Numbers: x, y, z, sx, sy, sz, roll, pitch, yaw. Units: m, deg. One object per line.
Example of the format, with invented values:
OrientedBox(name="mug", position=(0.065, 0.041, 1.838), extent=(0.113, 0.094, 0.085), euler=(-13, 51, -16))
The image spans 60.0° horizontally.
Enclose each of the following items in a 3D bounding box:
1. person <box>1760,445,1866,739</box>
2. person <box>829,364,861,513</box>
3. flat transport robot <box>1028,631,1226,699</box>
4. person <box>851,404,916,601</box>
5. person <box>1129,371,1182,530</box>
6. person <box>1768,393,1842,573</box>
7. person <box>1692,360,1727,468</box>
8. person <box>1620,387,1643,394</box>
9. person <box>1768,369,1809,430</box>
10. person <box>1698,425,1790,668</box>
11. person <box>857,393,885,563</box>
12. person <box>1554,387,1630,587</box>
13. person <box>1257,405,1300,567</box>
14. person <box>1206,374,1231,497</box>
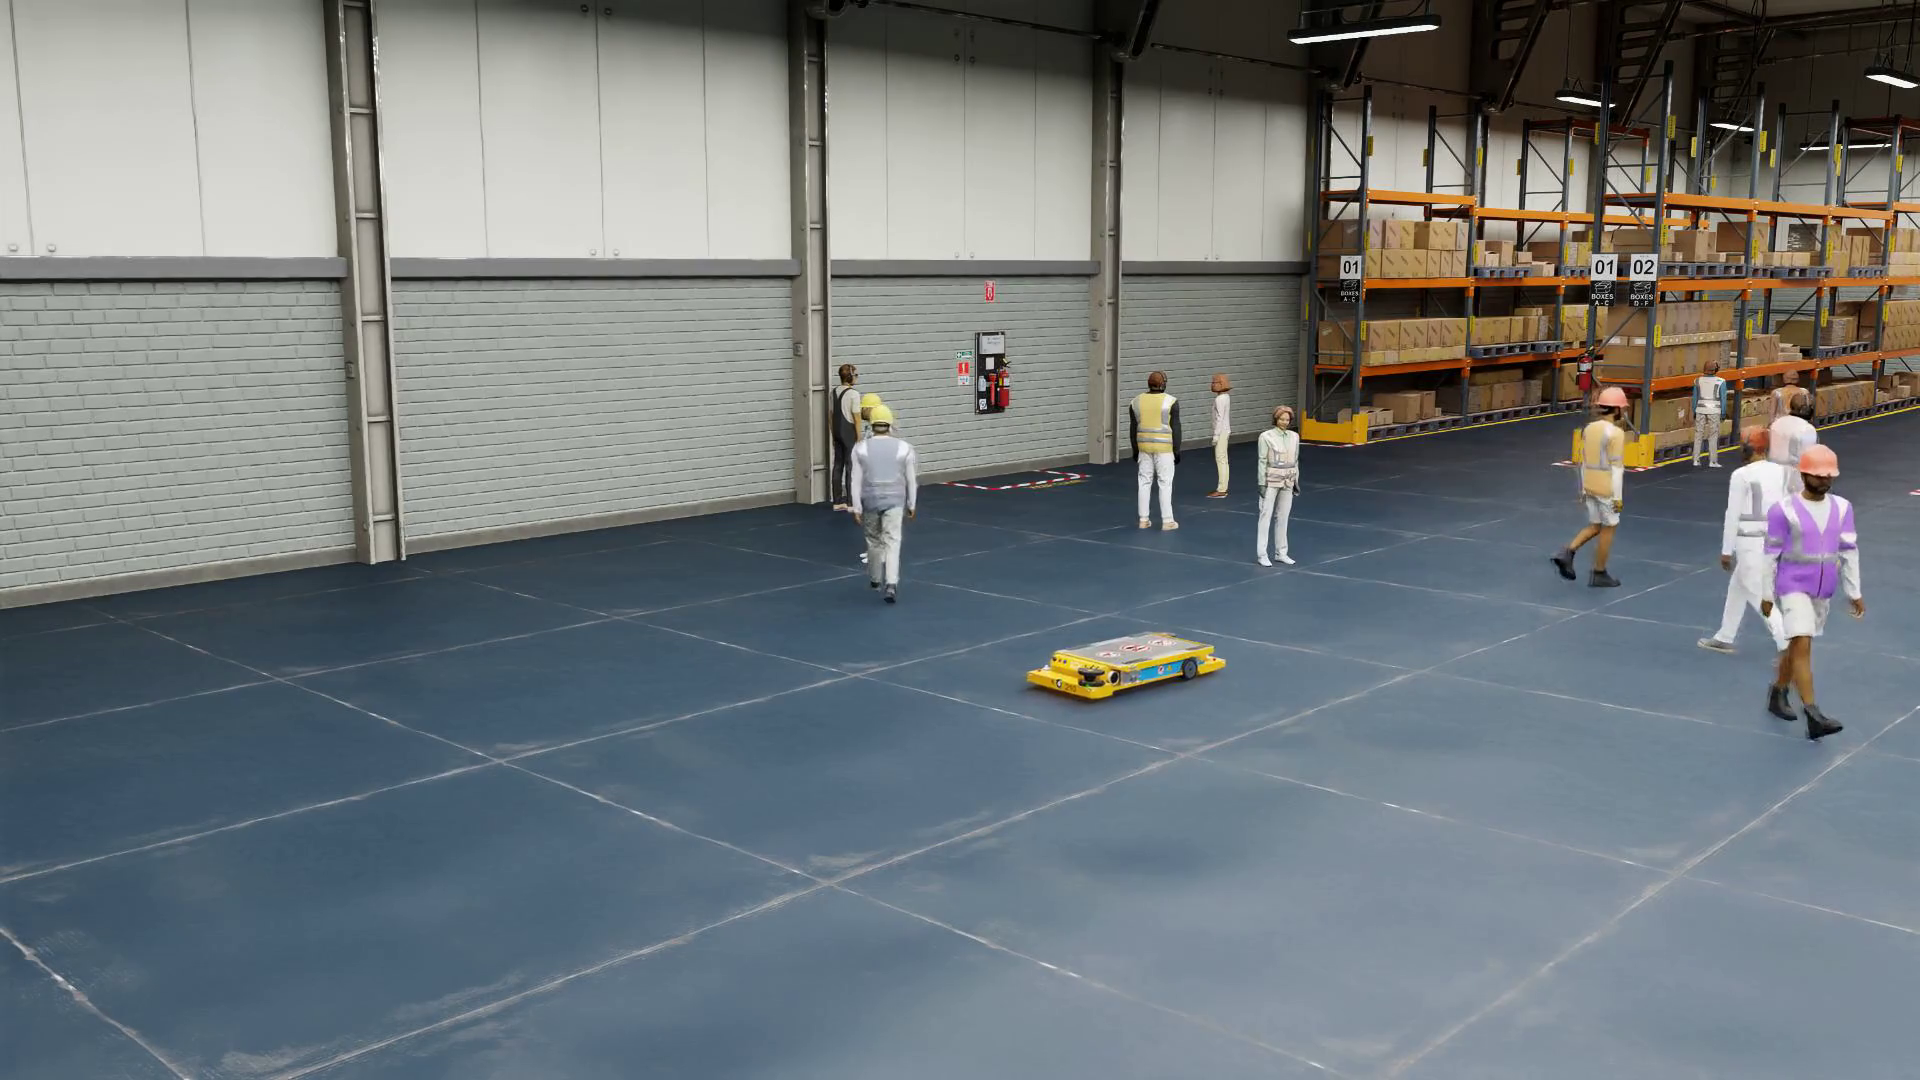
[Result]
OrientedBox(name="person", position=(5.566, 0.326, 10.835), extent=(0.548, 1.883, 0.985), euler=(-1, 9, -6))
OrientedBox(name="person", position=(-1.407, -1.259, 20.623), extent=(0.506, 1.845, 0.344), euler=(9, 13, 42))
OrientedBox(name="flat transport robot", position=(1.243, 0.901, 12.240), extent=(1.431, 0.197, 0.652), euler=(-8, 12, -40))
OrientedBox(name="person", position=(-0.701, -0.348, 15.263), extent=(0.595, 1.799, 0.926), euler=(-1, 9, -4))
OrientedBox(name="person", position=(2.281, -1.036, 19.273), extent=(0.619, 1.845, 0.430), euler=(5, 11, 29))
OrientedBox(name="person", position=(8.318, -0.547, 16.416), extent=(0.894, 1.807, 0.628), euler=(-2, 10, -13))
OrientedBox(name="person", position=(11.354, -1.911, 25.222), extent=(0.309, 1.641, 0.514), euler=(-9, 13, -42))
OrientedBox(name="person", position=(12.015, -2.709, 29.710), extent=(0.326, 1.765, 0.533), euler=(-7, 12, -38))
OrientedBox(name="person", position=(11.421, -1.538, 22.947), extent=(0.513, 1.640, 0.309), euler=(3, 10, 17))
OrientedBox(name="person", position=(6.138, 0.038, 12.752), extent=(0.579, 1.847, 0.954), euler=(-5, 11, -29))
OrientedBox(name="person", position=(-0.906, -0.638, 17.145), extent=(0.303, 1.743, 0.494), euler=(-1, 9, -5))
OrientedBox(name="person", position=(6.020, -0.486, 15.704), extent=(0.561, 1.922, 0.545), euler=(-2, 10, -12))
OrientedBox(name="person", position=(3.242, -0.553, 16.948), extent=(0.513, 1.639, 0.311), euler=(-5, 11, -28))
OrientedBox(name="person", position=(3.430, -1.378, 21.990), extent=(0.279, 1.633, 0.500), euler=(3, 10, 18))
